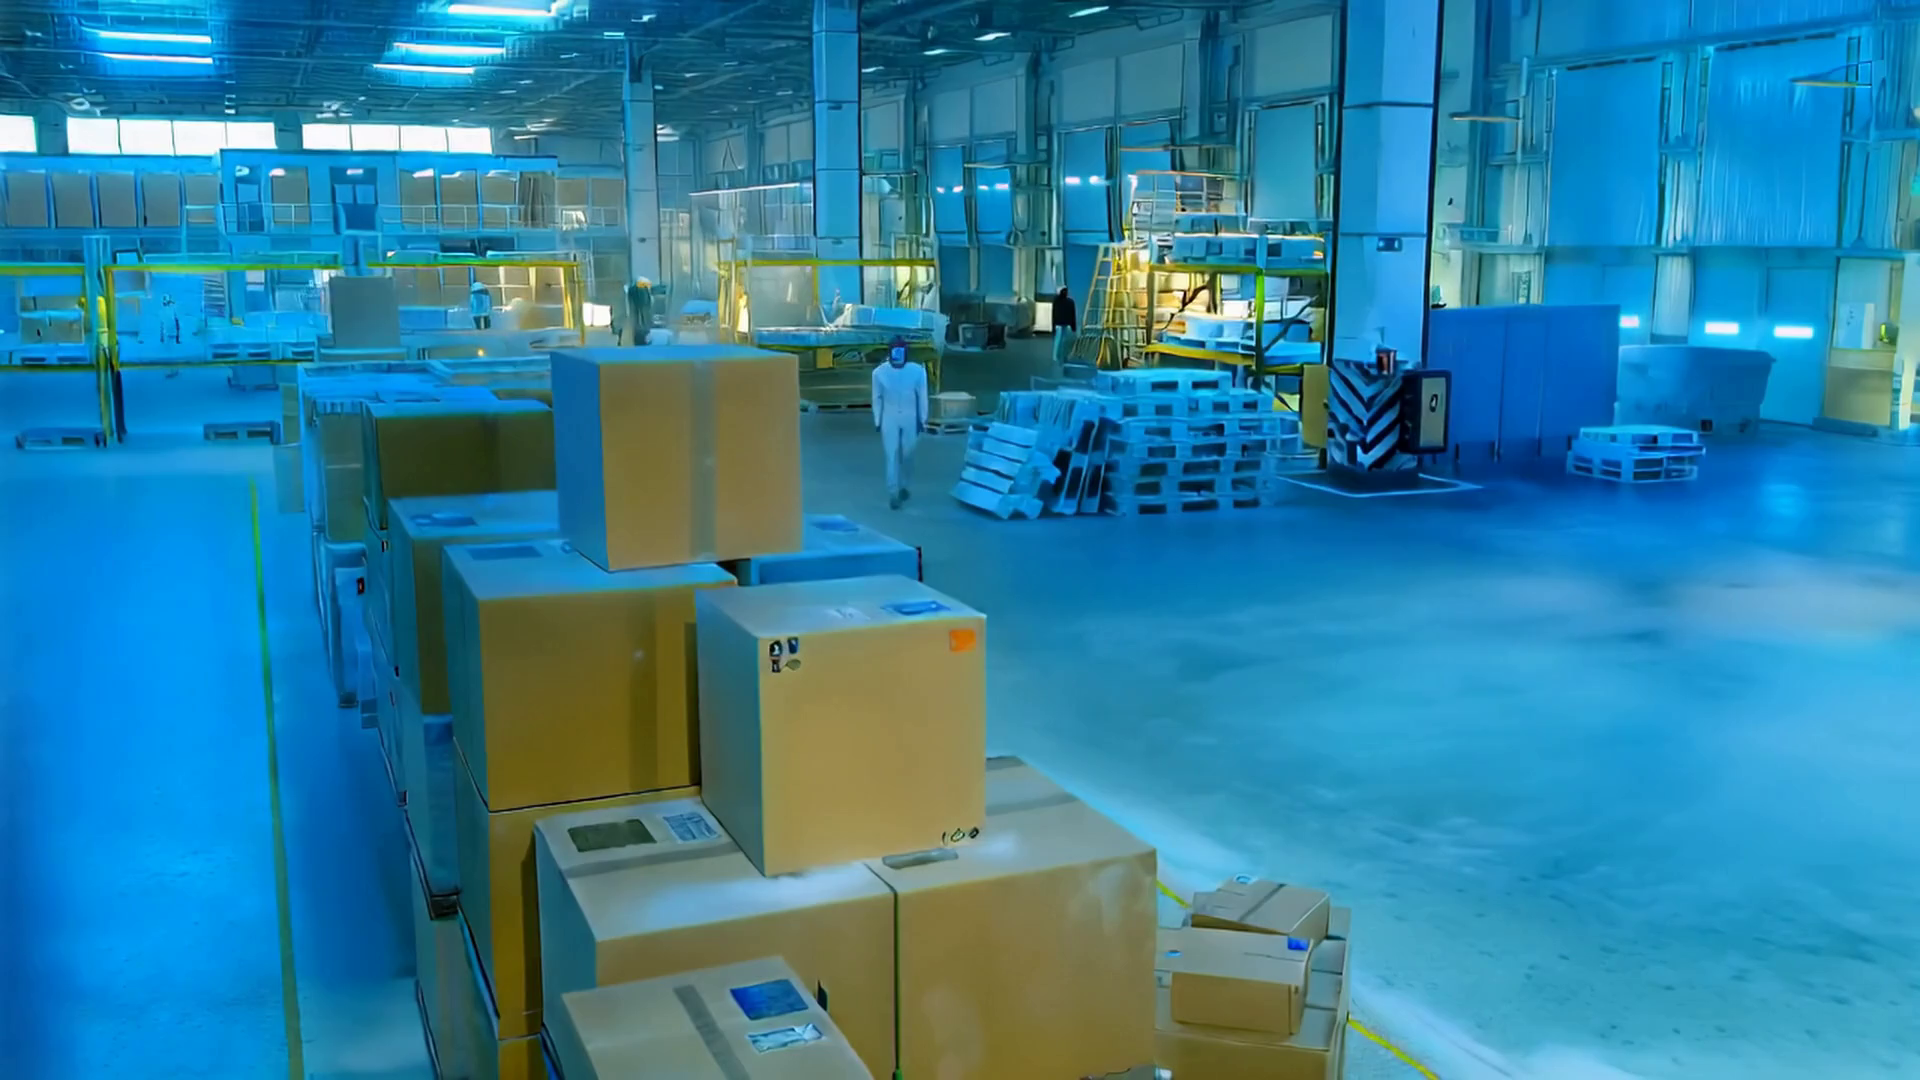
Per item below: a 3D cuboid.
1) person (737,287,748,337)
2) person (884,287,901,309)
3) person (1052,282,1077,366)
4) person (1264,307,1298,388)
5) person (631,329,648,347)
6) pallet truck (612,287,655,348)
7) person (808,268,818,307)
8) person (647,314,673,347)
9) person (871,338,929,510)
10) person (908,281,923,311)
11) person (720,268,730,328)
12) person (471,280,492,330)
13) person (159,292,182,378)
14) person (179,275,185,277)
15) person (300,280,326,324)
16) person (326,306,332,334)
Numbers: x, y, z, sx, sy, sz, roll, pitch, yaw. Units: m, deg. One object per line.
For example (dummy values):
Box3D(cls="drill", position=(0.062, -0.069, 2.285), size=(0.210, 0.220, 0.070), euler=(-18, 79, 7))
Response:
Box3D(cls="person", position=(-5.875, -5.928, 44.621), size=(0.537, 1.695, 0.321), euler=(-8, 13, -38))
Box3D(cls="person", position=(-1.797, -5.755, 43.554), size=(0.520, 1.737, 0.825), euler=(-5, 11, -24))
Box3D(cls="person", position=(2.468, -5.103, 39.293), size=(0.608, 1.987, 0.402), euler=(-4, 11, -21))
Box3D(cls="person", position=(5.292, -2.896, 27.392), size=(0.573, 1.885, 0.356), euler=(0, 10, 0))
Box3D(cls="person", position=(-4.107, -1.834, 21.704), size=(0.390, 1.825, 0.553), euler=(5, 11, 25))
Box3D(cls="pallet truck", position=(-6.464, -4.406, 35.401), size=(0.823, 1.965, 1.885), euler=(6, 12, 32))
Box3D(cls="person", position=(-5.308, -9.054, 61.233), size=(0.808, 1.913, 0.640), euler=(1, 10, 3))
Box3D(cls="person", position=(-5.202, -3.086, 28.947), size=(0.494, 1.700, 0.893), euler=(-5, 11, -26))
Box3D(cls="person", position=(-0.673, -1.341, 18.799), size=(0.641, 1.905, 0.972), euler=(-1, 10, -3))
Box3D(cls="person", position=(-1.238, -6.722, 48.629), size=(0.595, 1.842, 1.066), euler=(8, 13, 39))
Box3D(cls="person", position=(-7.945, -8.127, 55.960), size=(0.394, 1.990, 0.624), euler=(-2, 10, -8))
Box3D(cls="person", position=(-13.276, -6.274, 46.124), size=(0.631, 1.846, 0.429), euler=(-9, 14, -41))
Box3D(cls="person", position=(-17.002, -4.402, 35.748), size=(0.532, 1.865, 0.306), euler=(4, 11, 23))
Box3D(cls="person", position=(-23.213, -6.972, 49.843), size=(0.906, 1.890, 0.598), euler=(5, 11, 24))
Box3D(cls="person", position=(-17.650, -6.147, 45.366), size=(1.075, 1.883, 0.631), euler=(7, 12, 34))
Box3D(cls="person", position=(-13.455, -4.459, 36.158), size=(0.640, 1.830, 0.608), euler=(-9, 13, -39))
